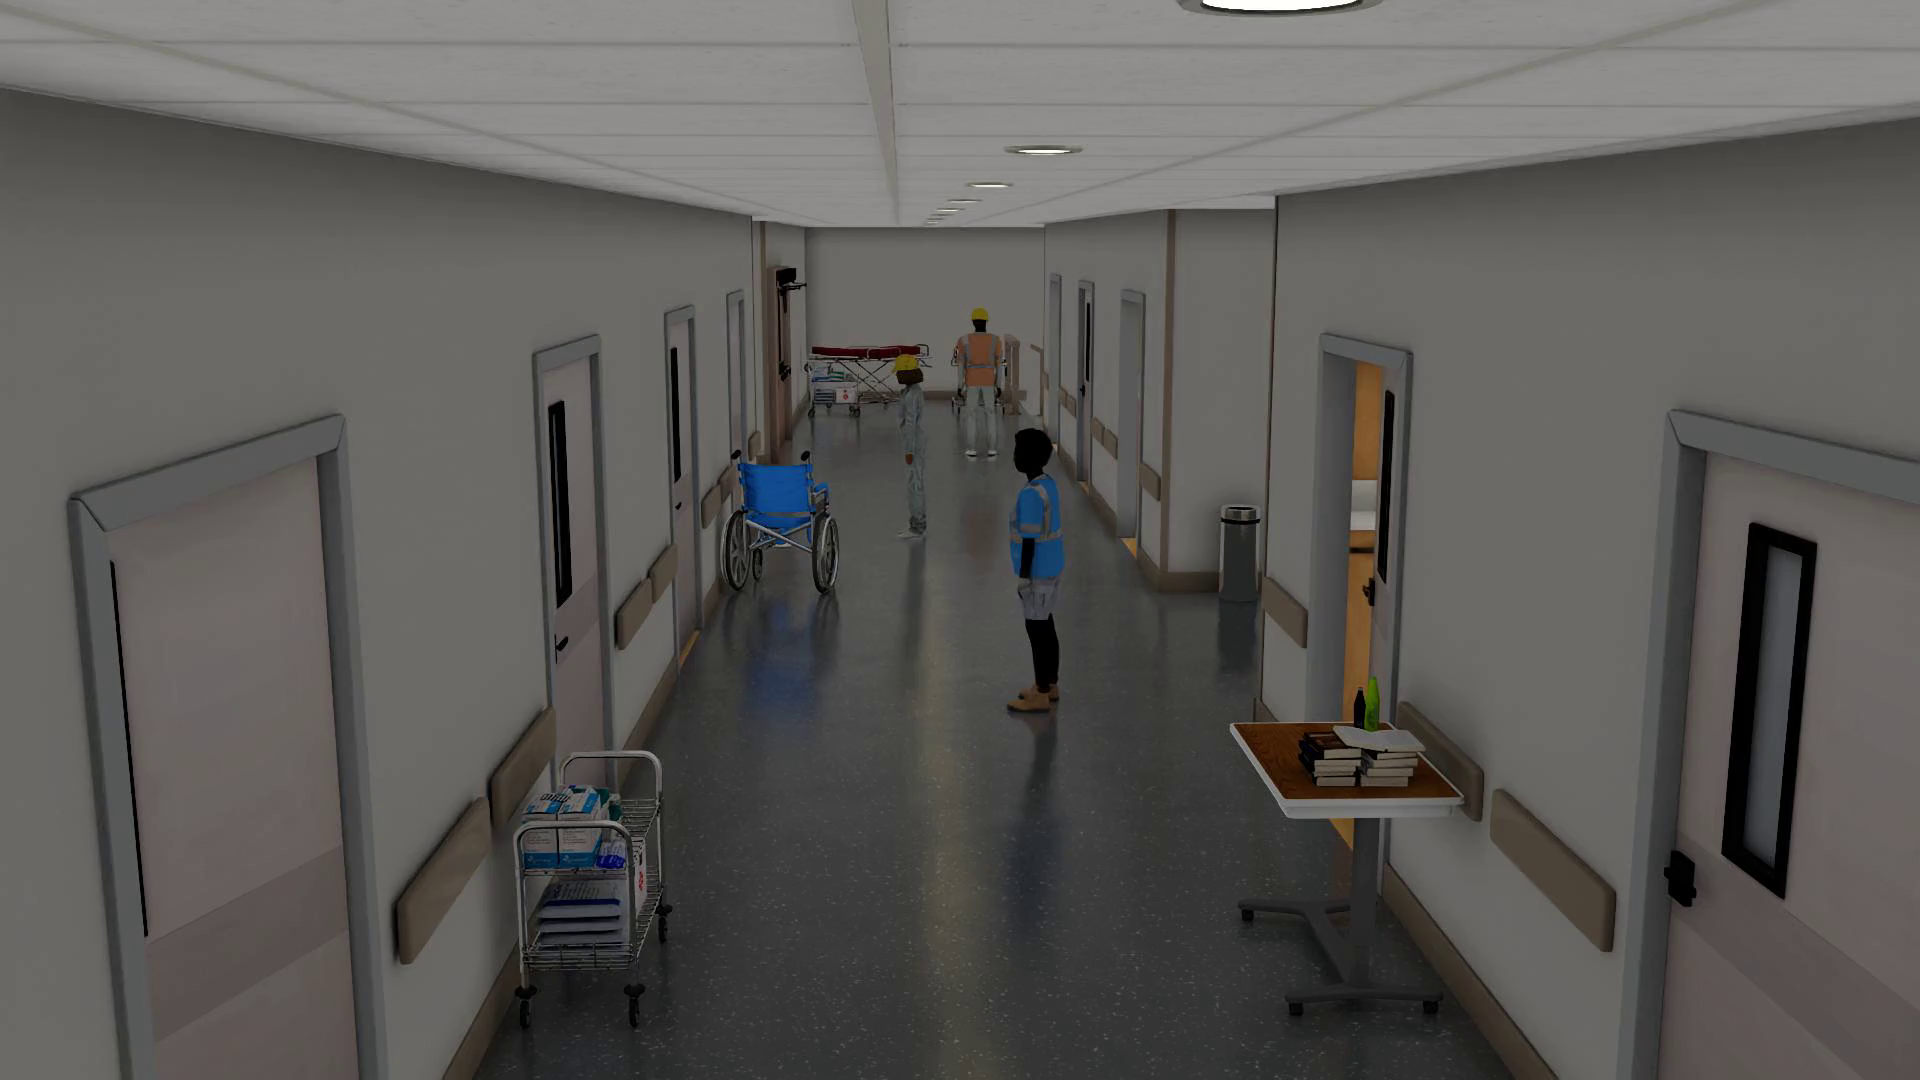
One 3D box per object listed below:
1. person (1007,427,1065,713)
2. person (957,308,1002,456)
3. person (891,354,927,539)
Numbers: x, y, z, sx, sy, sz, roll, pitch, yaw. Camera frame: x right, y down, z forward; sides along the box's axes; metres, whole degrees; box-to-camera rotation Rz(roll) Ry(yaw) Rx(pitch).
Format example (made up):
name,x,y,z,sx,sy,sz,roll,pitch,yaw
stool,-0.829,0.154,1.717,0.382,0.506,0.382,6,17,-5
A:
name,x,y,z,sx,sy,sz,roll,pitch,yaw
person,0.451,0.180,9.839,0.319,1.694,0.536,3,11,14
person,0.251,-2.041,21.554,0.590,1.923,0.383,-1,10,-5
person,-0.477,-0.872,15.574,0.326,1.737,0.486,1,10,3
